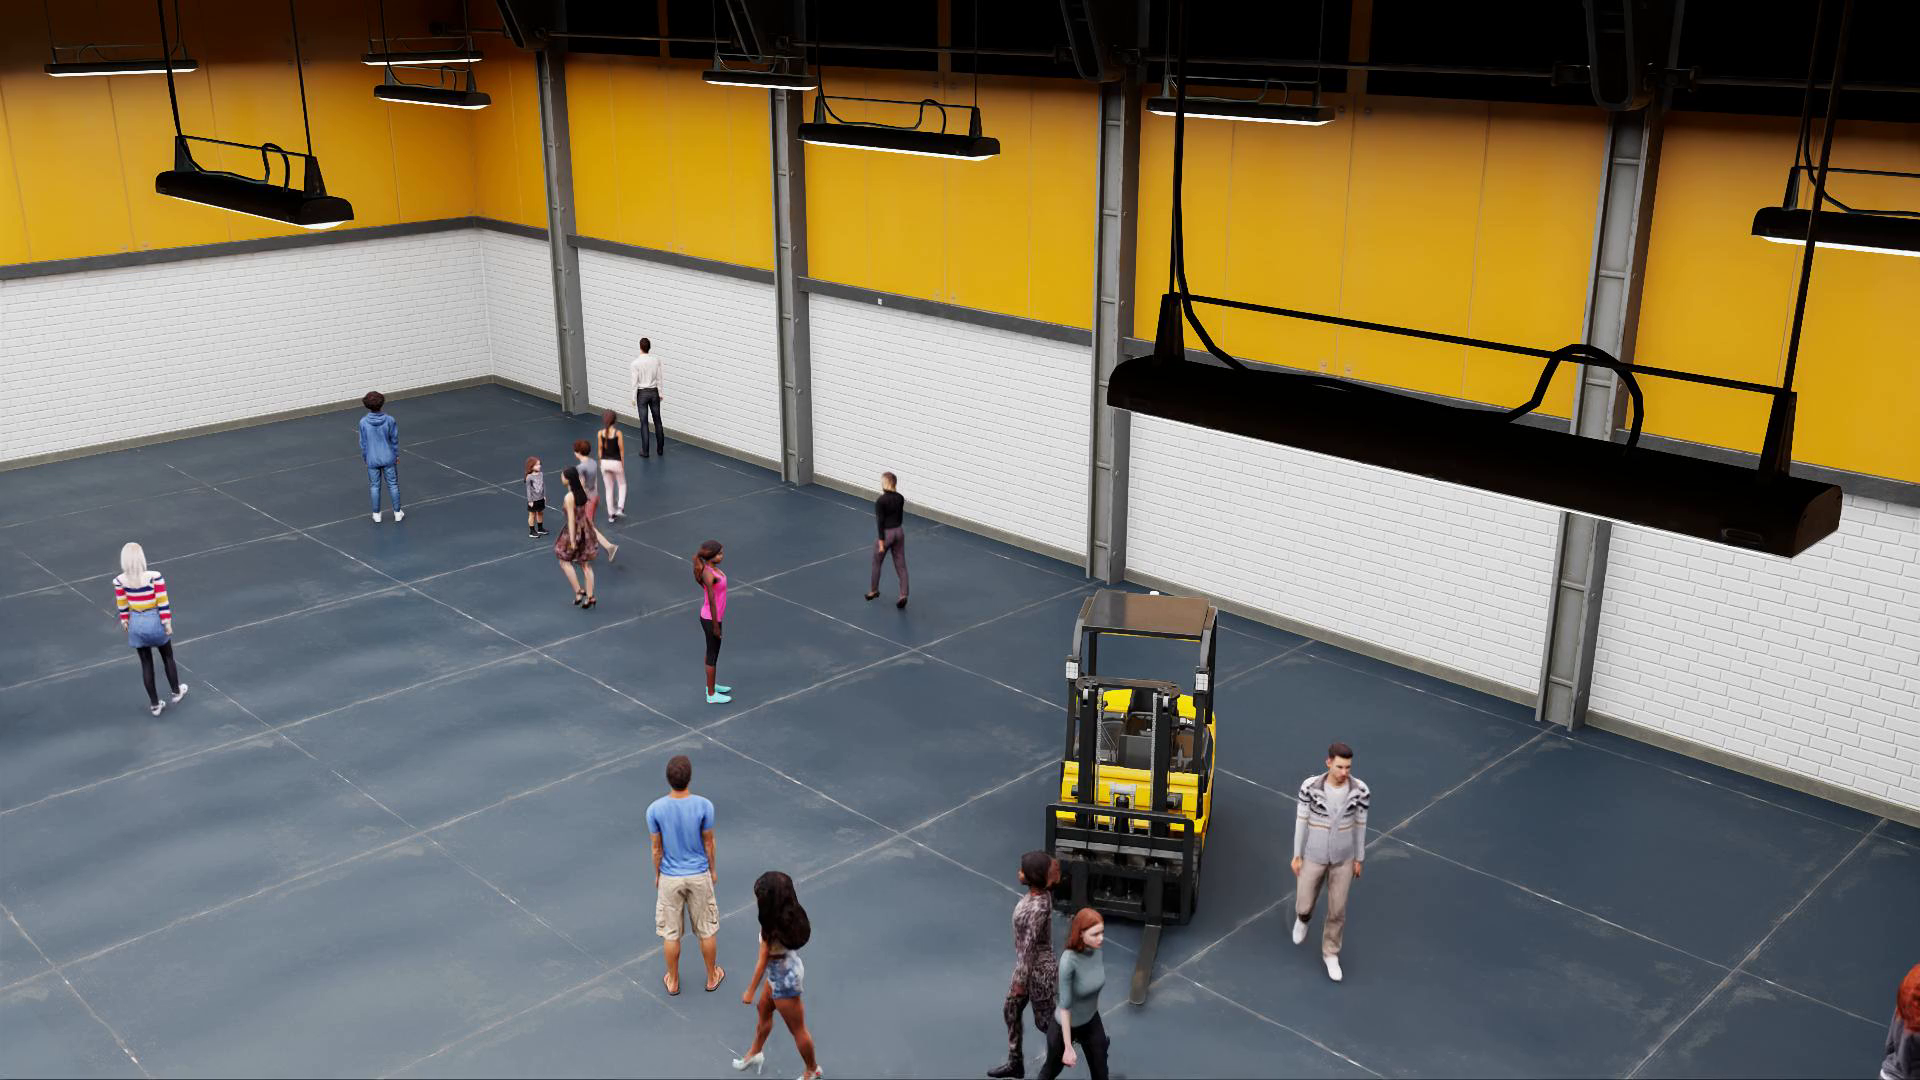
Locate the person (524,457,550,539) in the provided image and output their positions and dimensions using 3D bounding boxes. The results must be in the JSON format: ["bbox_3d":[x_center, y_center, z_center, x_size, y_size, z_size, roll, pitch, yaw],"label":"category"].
[{"bbox_3d":[-5.681,-0.593,22.253,0.507,1.105,0.508,10,21,28],"label":"person"}]

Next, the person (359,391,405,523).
[{"bbox_3d":[-7.937,-1.142,22.790,0.754,1.803,0.752,-5,19,-13],"label":"person"}]

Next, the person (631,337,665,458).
[{"bbox_3d":[-4.854,-2.228,25.908,0.707,1.871,0.629,-10,21,-28],"label":"person"}]

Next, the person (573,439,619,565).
[{"bbox_3d":[-4.640,-0.452,21.008,1.043,1.633,0.846,6,20,18],"label":"person"}]

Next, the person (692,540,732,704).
[{"bbox_3d":[-2.551,0.817,17.095,0.721,1.725,0.650,-2,19,-6],"label":"person"}]

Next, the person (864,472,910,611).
[{"bbox_3d":[-0.755,0.041,19.521,0.608,1.647,0.842,-17,25,-41],"label":"person"}]

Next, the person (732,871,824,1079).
[{"bbox_3d":[-1.086,2.941,10.989,0.947,1.596,0.867,1,19,3],"label":"person"}]

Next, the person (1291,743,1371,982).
[{"bbox_3d":[2.737,2.325,12.439,0.960,1.839,1.013,1,19,3],"label":"person"}]

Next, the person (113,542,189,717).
[{"bbox_3d":[-8.193,0.911,16.709,0.909,1.794,0.980,-2,19,-5],"label":"person"}]

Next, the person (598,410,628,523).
[{"bbox_3d":[-4.770,-0.996,22.747,0.661,1.554,0.720,-1,19,-2],"label":"person"}]

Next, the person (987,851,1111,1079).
[{"bbox_3d":[0.593,2.870,11.051,1.079,1.691,1.038,-1,19,-3],"label":"person"}]

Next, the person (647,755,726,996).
[{"bbox_3d":[-1.995,2.431,12.086,0.738,1.864,0.767,-3,19,-8],"label":"person"}]

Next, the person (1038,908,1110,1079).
[{"bbox_3d":[0.670,3.062,10.479,0.675,1.694,1.111,-16,24,-39],"label":"person"}]

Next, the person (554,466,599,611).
[{"bbox_3d":[-4.401,-0.008,19.491,0.836,1.759,0.773,8,20,21],"label":"person"}]
